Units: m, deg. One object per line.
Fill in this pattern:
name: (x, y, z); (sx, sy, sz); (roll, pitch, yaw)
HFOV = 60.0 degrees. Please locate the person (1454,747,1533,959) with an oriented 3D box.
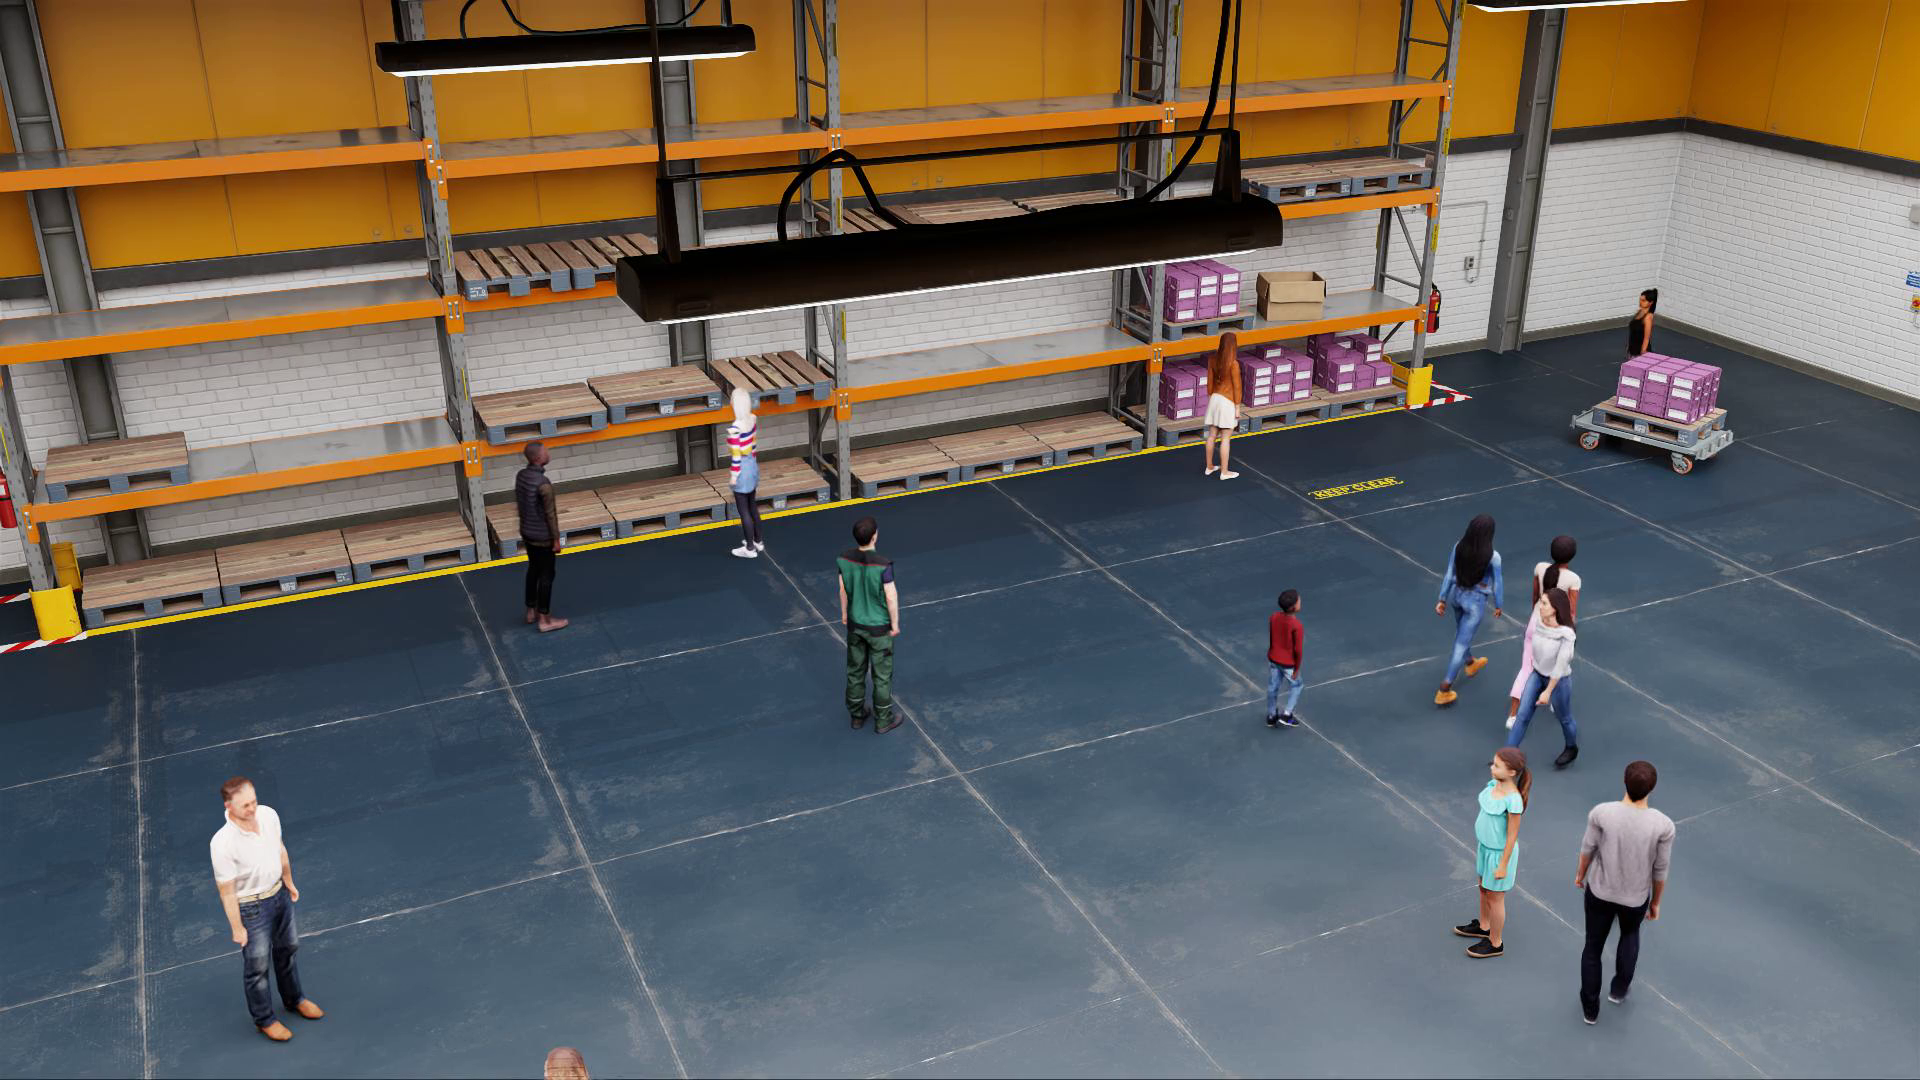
person: (3.565, 2.055, 11.041); (0.633, 1.558, 0.621); (-1, 24, -2)

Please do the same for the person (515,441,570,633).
person: (-3.932, -0.046, 15.509); (0.691, 1.830, 0.768); (-20, 30, -38)

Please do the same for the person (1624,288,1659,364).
person: (8.675, -2.389, 21.089); (0.921, 1.653, 0.819); (2, 24, 5)

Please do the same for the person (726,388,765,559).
person: (-2.203, -0.699, 17.028); (0.756, 1.808, 0.697); (8, 25, 18)

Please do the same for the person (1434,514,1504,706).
person: (4.274, 0.621, 14.172); (1.163, 1.678, 0.836); (-19, 30, -37)

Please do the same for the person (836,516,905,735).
person: (-0.748, 0.690, 13.736); (0.764, 1.901, 0.799); (11, 26, 23)

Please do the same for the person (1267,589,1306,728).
person: (2.660, 1.006, 13.829); (0.571, 1.247, 0.566); (-21, 31, -40)

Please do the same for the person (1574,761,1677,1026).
person: (4.069, 2.228, 10.308); (0.830, 1.829, 0.891); (8, 25, 17)

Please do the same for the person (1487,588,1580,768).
person: (4.733, 1.133, 13.127); (1.061, 1.577, 0.626); (-10, 26, -22)

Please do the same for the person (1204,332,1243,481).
person: (3.011, -1.548, 19.078); (0.663, 1.723, 0.677); (-20, 31, -38)

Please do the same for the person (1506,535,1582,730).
person: (4.811, 0.793, 13.754); (0.886, 1.698, 1.211); (20, 30, 38)

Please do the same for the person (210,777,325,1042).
person: (-4.345, 2.235, 10.270); (0.816, 1.846, 0.740); (11, 26, 23)
